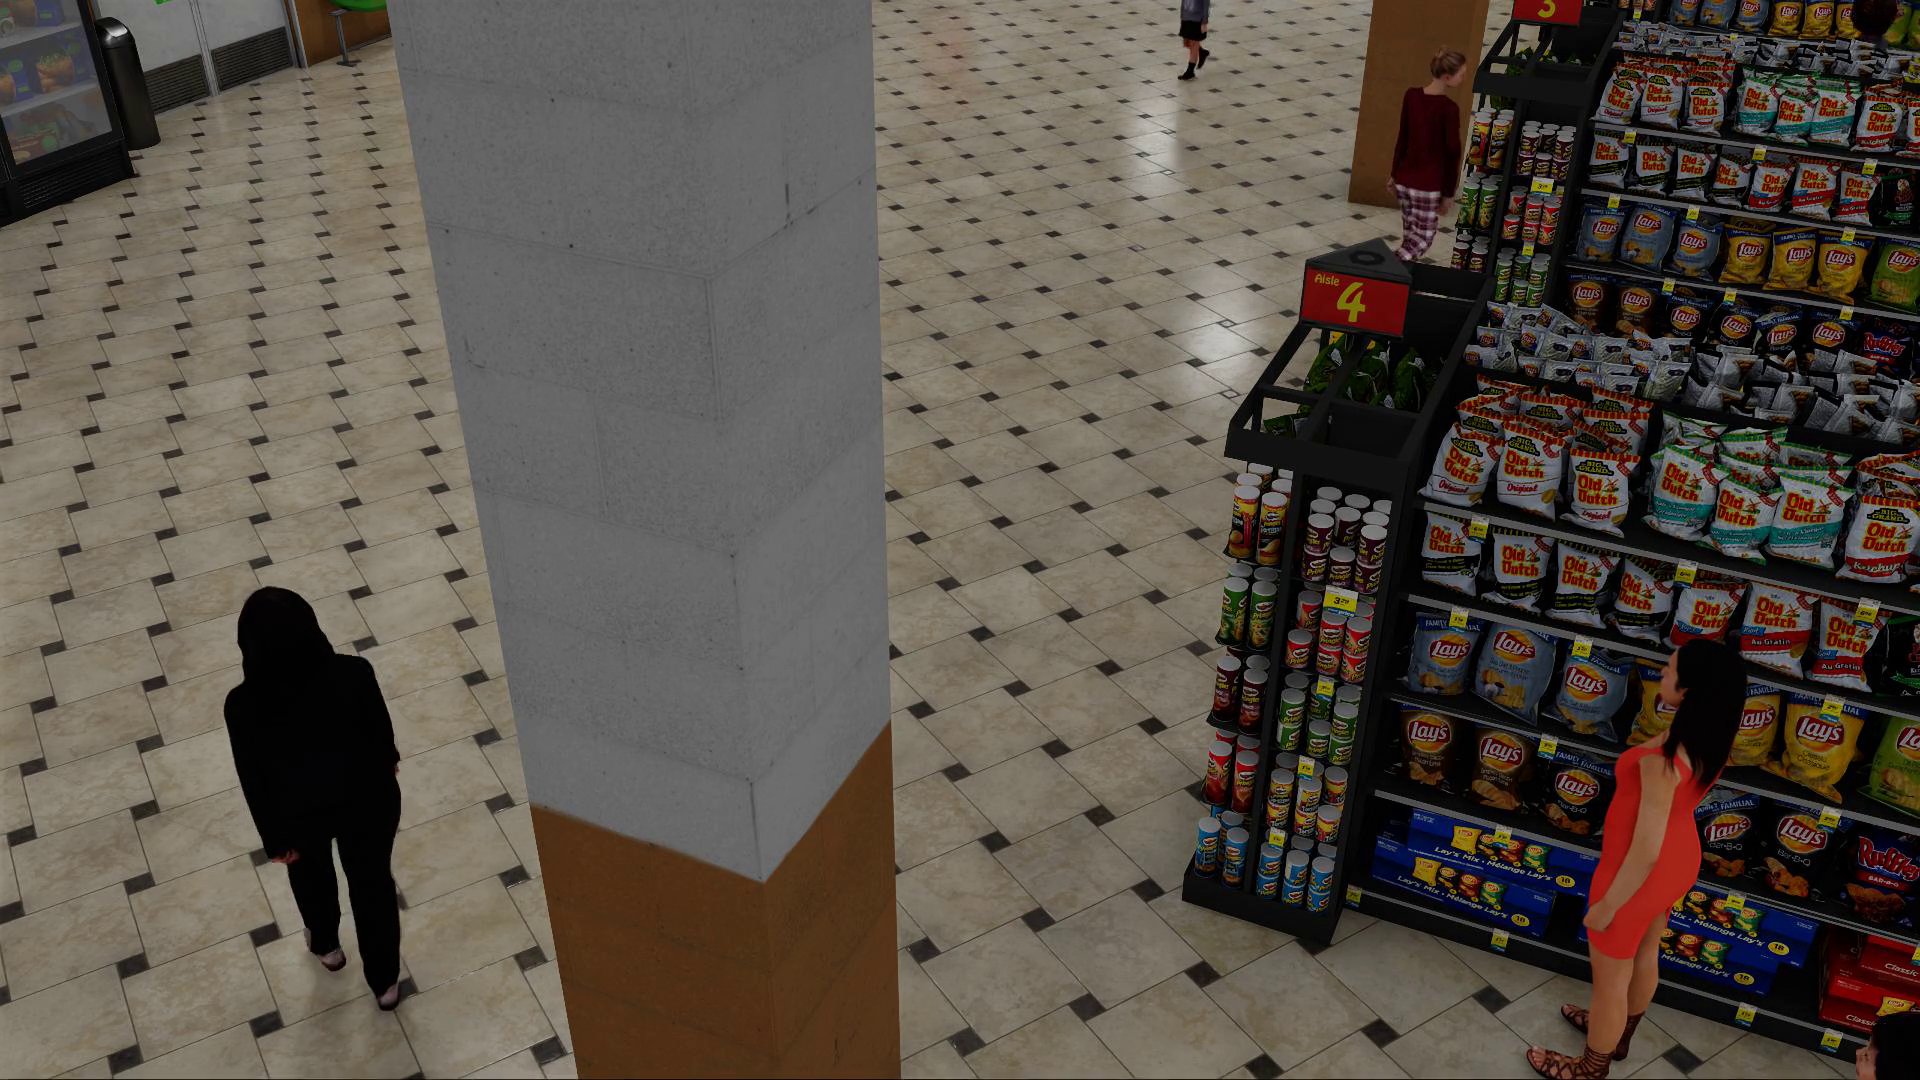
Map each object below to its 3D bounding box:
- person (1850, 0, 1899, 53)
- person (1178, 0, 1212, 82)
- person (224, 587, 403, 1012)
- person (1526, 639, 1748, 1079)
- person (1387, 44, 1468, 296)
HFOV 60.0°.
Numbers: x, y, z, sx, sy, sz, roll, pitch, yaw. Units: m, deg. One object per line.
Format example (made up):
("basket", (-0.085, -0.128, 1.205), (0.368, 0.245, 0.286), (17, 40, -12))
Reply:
("person", (6.018, -2.774, 11.147), (0.723, 1.696, 0.774), (-27, 41, -36))
("person", (2.112, -4.632, 14.702), (0.682, 1.096, 0.669), (-24, 39, -33))
("person", (-1.998, 0.892, 5.345), (0.836, 1.601, 0.899), (-16, 35, -23))
("person", (2.078, 1.012, 5.041), (0.637, 1.719, 0.652), (28, 41, 37))
("person", (2.780, -2.179, 10.202), (0.964, 1.684, 0.978), (-22, 38, -31))
